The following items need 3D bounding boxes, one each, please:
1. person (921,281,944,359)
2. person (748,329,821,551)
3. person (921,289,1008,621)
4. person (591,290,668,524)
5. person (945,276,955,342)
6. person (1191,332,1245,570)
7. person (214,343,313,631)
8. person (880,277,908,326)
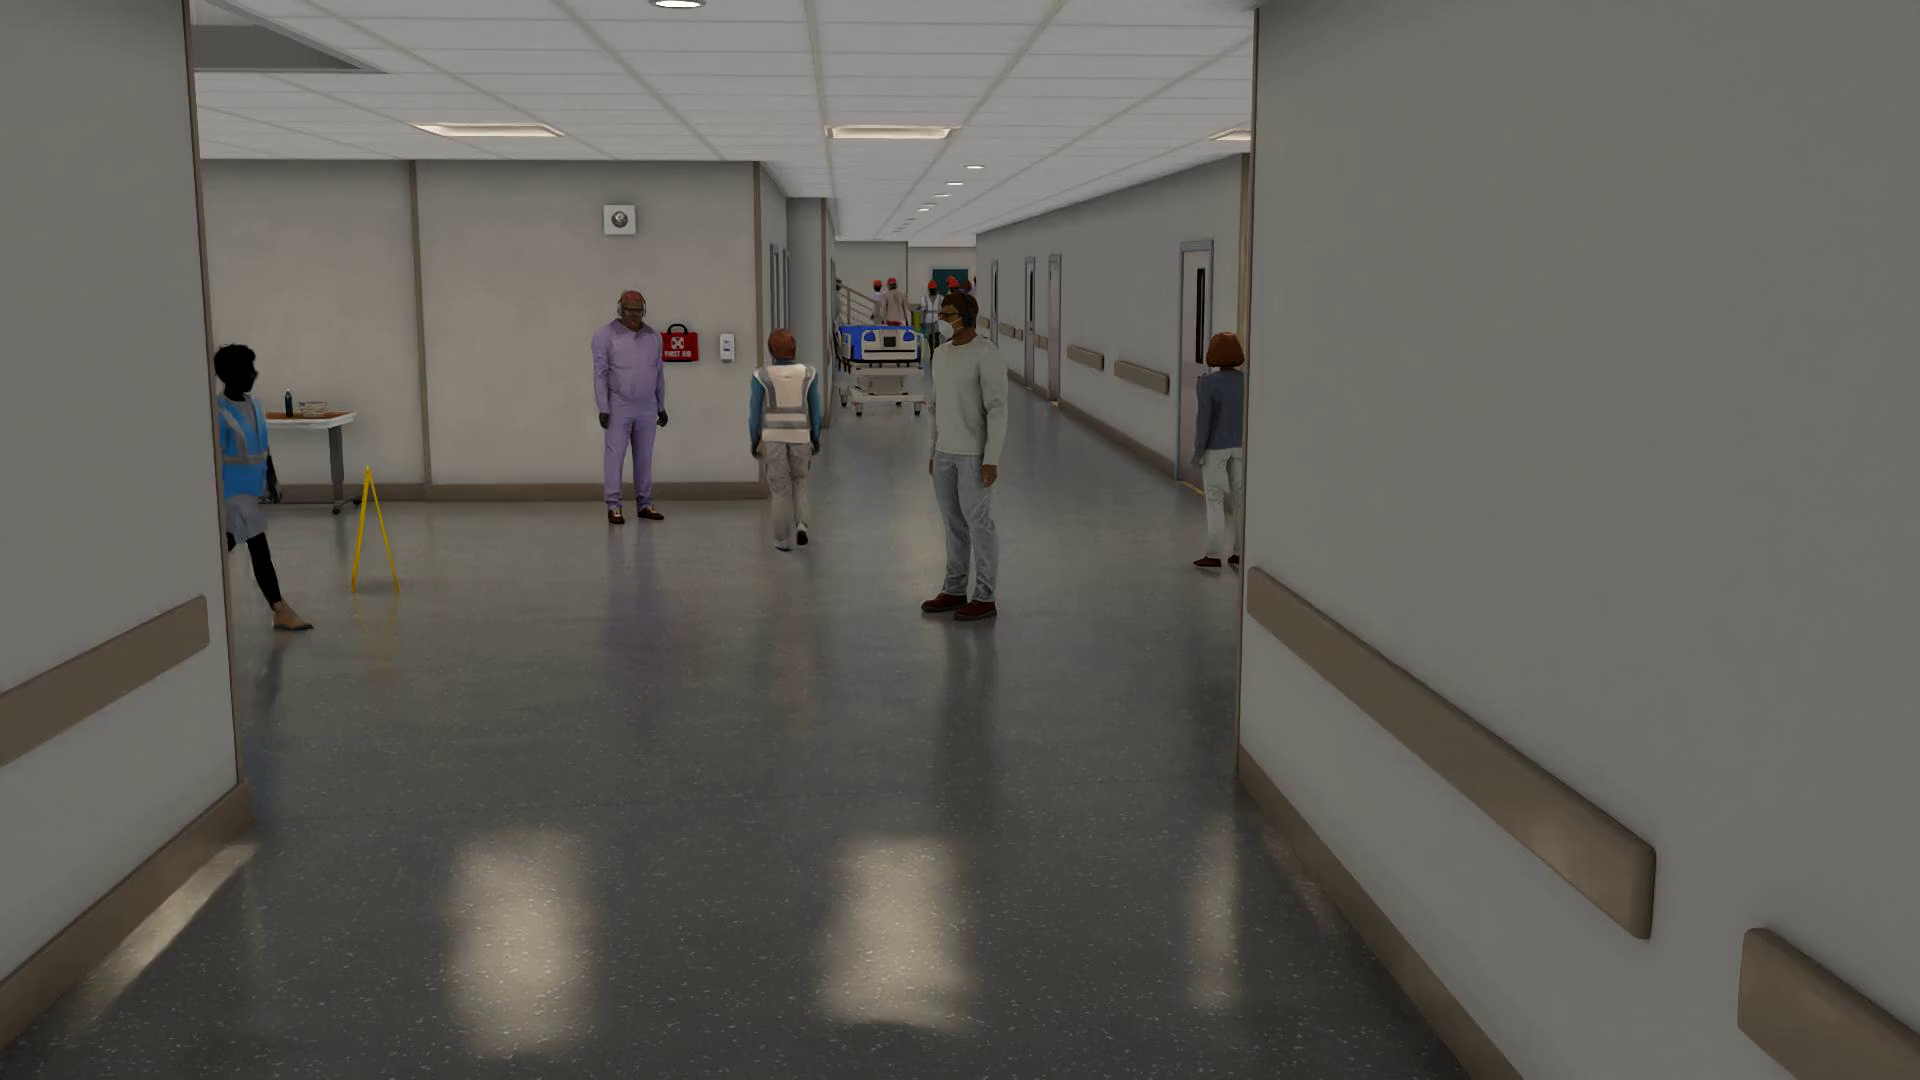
[{"bbox_3d":[-0.657,-5.226,39.653,0.574,1.884,0.977,0,9,3],"label":"person"},{"bbox_3d":[-1.289,-0.729,12.203,0.536,1.625,0.370,-3,10,-20],"label":"person"},{"bbox_3d":[0.022,-0.497,9.797,0.354,1.938,0.636,-7,11,-37],"label":"person"},{"bbox_3d":[-2.683,-1.089,13.641,0.638,1.901,0.402,-7,11,-38],"label":"person"},{"bbox_3d":[-0.260,-6.993,50.405,0.381,1.994,0.619,1,9,7],"label":"person"},{"bbox_3d":[1.821,-0.611,11.470,0.508,1.632,0.273,-5,10,-27],"label":"person"},{"bbox_3d":[-4.166,-0.294,9.440,0.854,1.654,0.584,1,9,6],"label":"person"},{"bbox_3d":[-1.567,-5.240,39.488,0.681,1.966,0.488,-3,10,-20],"label":"person"}]
